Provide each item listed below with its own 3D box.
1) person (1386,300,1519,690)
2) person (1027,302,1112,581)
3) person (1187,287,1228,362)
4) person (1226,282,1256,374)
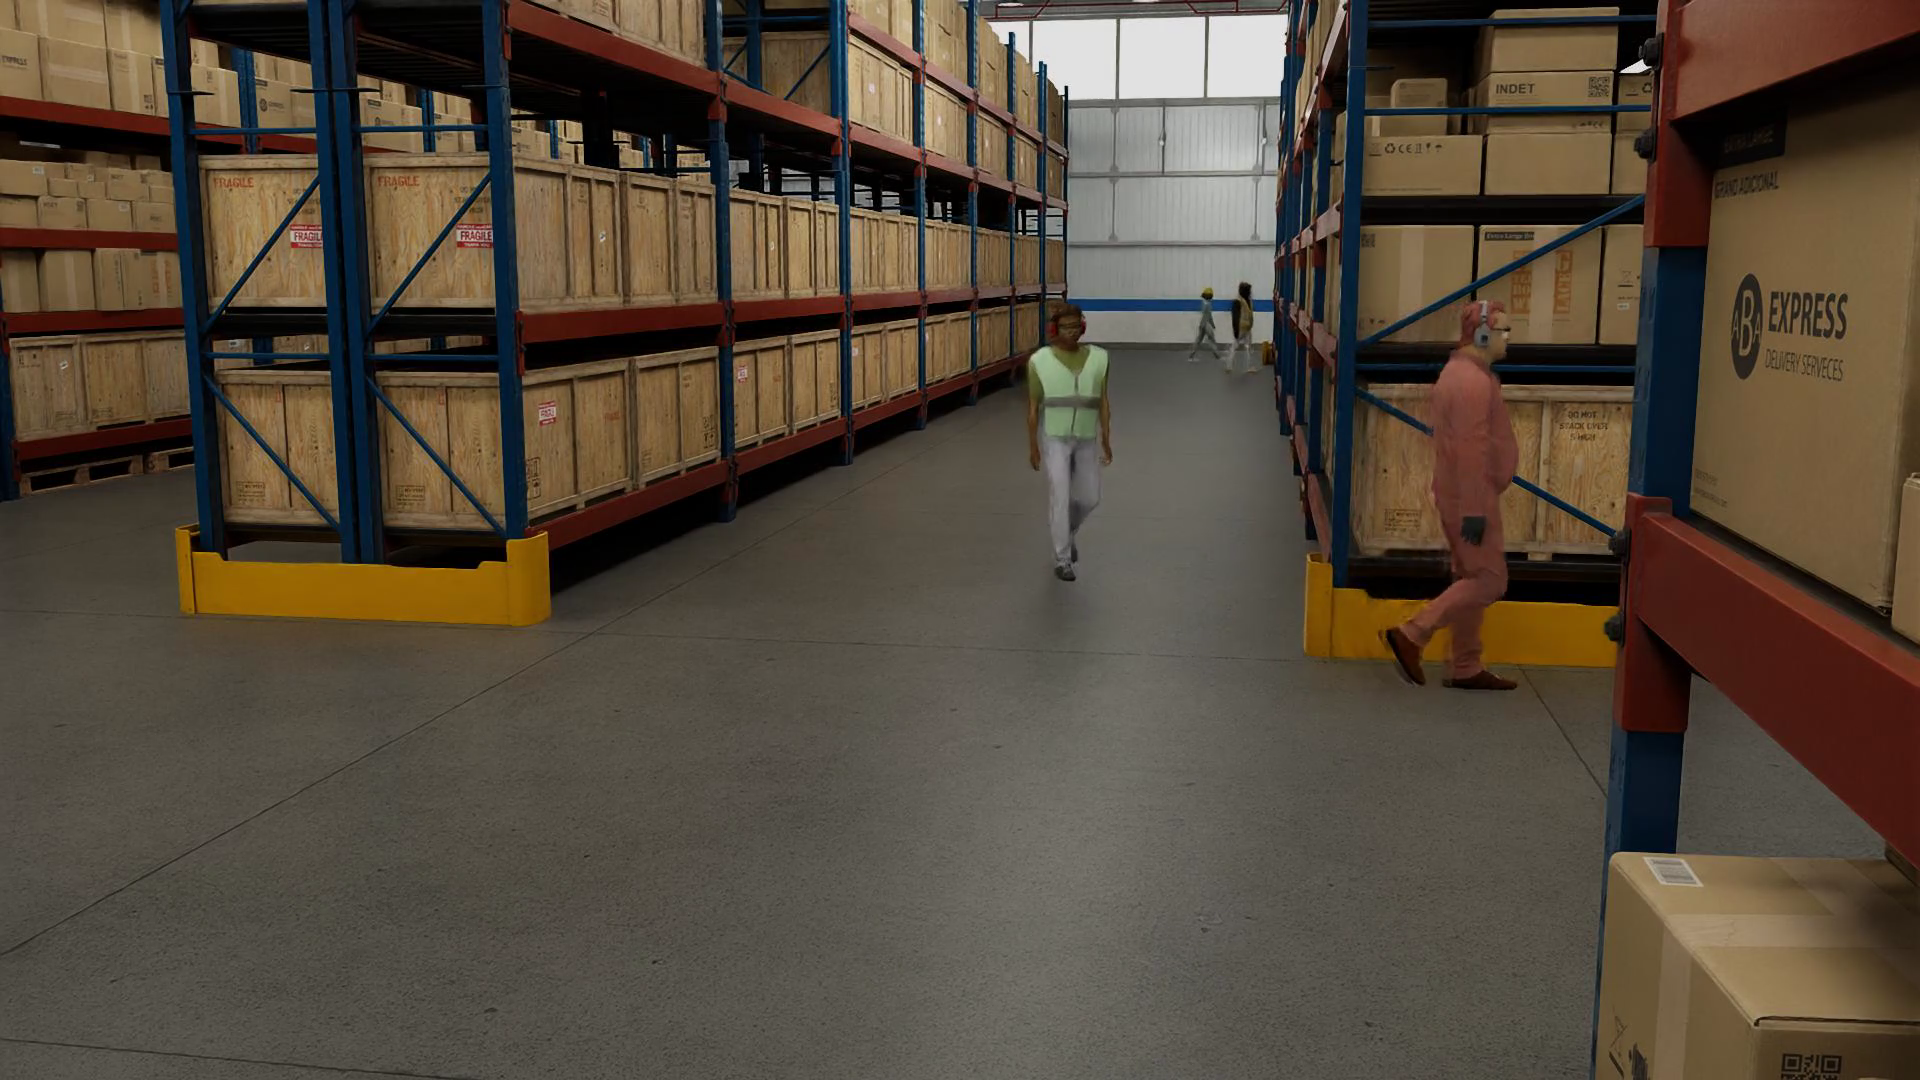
[{"bbox_3d":[2.398,-0.193,7.933,0.531,1.891,0.667,2,9,13],"label":"person"},{"bbox_3d":[0.712,-0.660,11.042,0.585,1.826,0.530,-3,10,-17],"label":"person"},{"bbox_3d":[5.555,-4.855,37.469,0.904,1.697,0.489,1,9,6],"label":"person"},{"bbox_3d":[5.616,-4.206,33.052,0.429,1.851,0.629,7,12,39],"label":"person"}]
